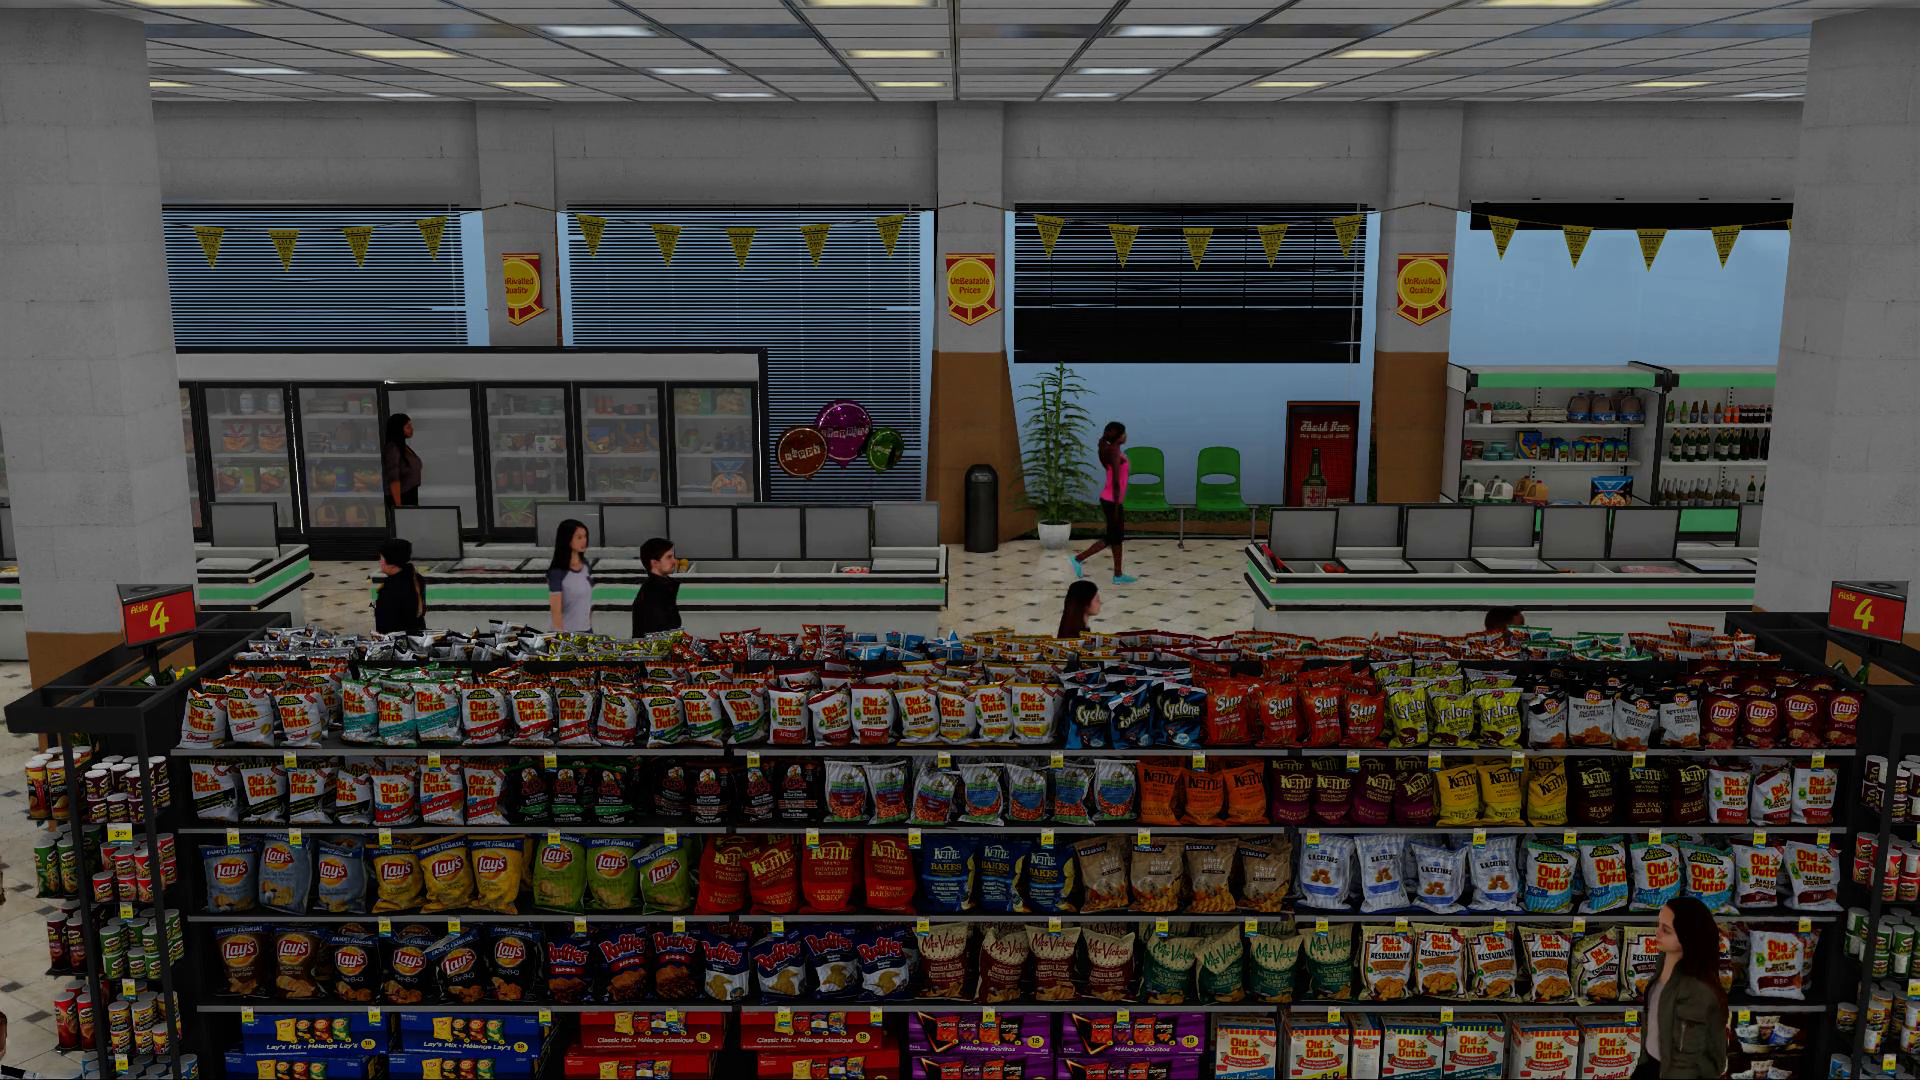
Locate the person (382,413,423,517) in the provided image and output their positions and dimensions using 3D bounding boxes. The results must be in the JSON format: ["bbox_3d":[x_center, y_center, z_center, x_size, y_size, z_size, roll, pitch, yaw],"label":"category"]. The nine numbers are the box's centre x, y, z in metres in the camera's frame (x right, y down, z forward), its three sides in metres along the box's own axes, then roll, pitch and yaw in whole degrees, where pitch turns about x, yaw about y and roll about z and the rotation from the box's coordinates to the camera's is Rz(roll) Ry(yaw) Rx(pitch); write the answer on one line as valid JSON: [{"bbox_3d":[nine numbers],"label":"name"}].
[{"bbox_3d":[-5.683,-0.377,16.912,0.626,1.838,0.662,-2,12,-7],"label":"person"}]

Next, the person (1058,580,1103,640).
[{"bbox_3d":[0.655,1.064,10.625,1.074,1.609,0.767,-3,12,-14],"label":"person"}]

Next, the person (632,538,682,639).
[{"bbox_3d":[-2.079,0.911,10.907,1.130,1.791,0.726,0,12,0],"label":"person"}]

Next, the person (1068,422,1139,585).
[{"bbox_3d":[1.491,-0.365,17.170,0.961,1.708,0.579,-1,12,-3],"label":"person"}]

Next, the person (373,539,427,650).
[{"bbox_3d":[-3.821,0.817,11.659,0.716,1.667,0.735,1,12,6],"label":"person"}]

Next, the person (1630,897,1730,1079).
[{"bbox_3d":[2.786,2.055,6.309,0.877,1.448,0.610,0,12,2],"label":"person"}]

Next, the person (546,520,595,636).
[{"bbox_3d":[-2.868,0.673,12.261,0.648,1.699,0.657,5,13,21],"label":"person"}]
